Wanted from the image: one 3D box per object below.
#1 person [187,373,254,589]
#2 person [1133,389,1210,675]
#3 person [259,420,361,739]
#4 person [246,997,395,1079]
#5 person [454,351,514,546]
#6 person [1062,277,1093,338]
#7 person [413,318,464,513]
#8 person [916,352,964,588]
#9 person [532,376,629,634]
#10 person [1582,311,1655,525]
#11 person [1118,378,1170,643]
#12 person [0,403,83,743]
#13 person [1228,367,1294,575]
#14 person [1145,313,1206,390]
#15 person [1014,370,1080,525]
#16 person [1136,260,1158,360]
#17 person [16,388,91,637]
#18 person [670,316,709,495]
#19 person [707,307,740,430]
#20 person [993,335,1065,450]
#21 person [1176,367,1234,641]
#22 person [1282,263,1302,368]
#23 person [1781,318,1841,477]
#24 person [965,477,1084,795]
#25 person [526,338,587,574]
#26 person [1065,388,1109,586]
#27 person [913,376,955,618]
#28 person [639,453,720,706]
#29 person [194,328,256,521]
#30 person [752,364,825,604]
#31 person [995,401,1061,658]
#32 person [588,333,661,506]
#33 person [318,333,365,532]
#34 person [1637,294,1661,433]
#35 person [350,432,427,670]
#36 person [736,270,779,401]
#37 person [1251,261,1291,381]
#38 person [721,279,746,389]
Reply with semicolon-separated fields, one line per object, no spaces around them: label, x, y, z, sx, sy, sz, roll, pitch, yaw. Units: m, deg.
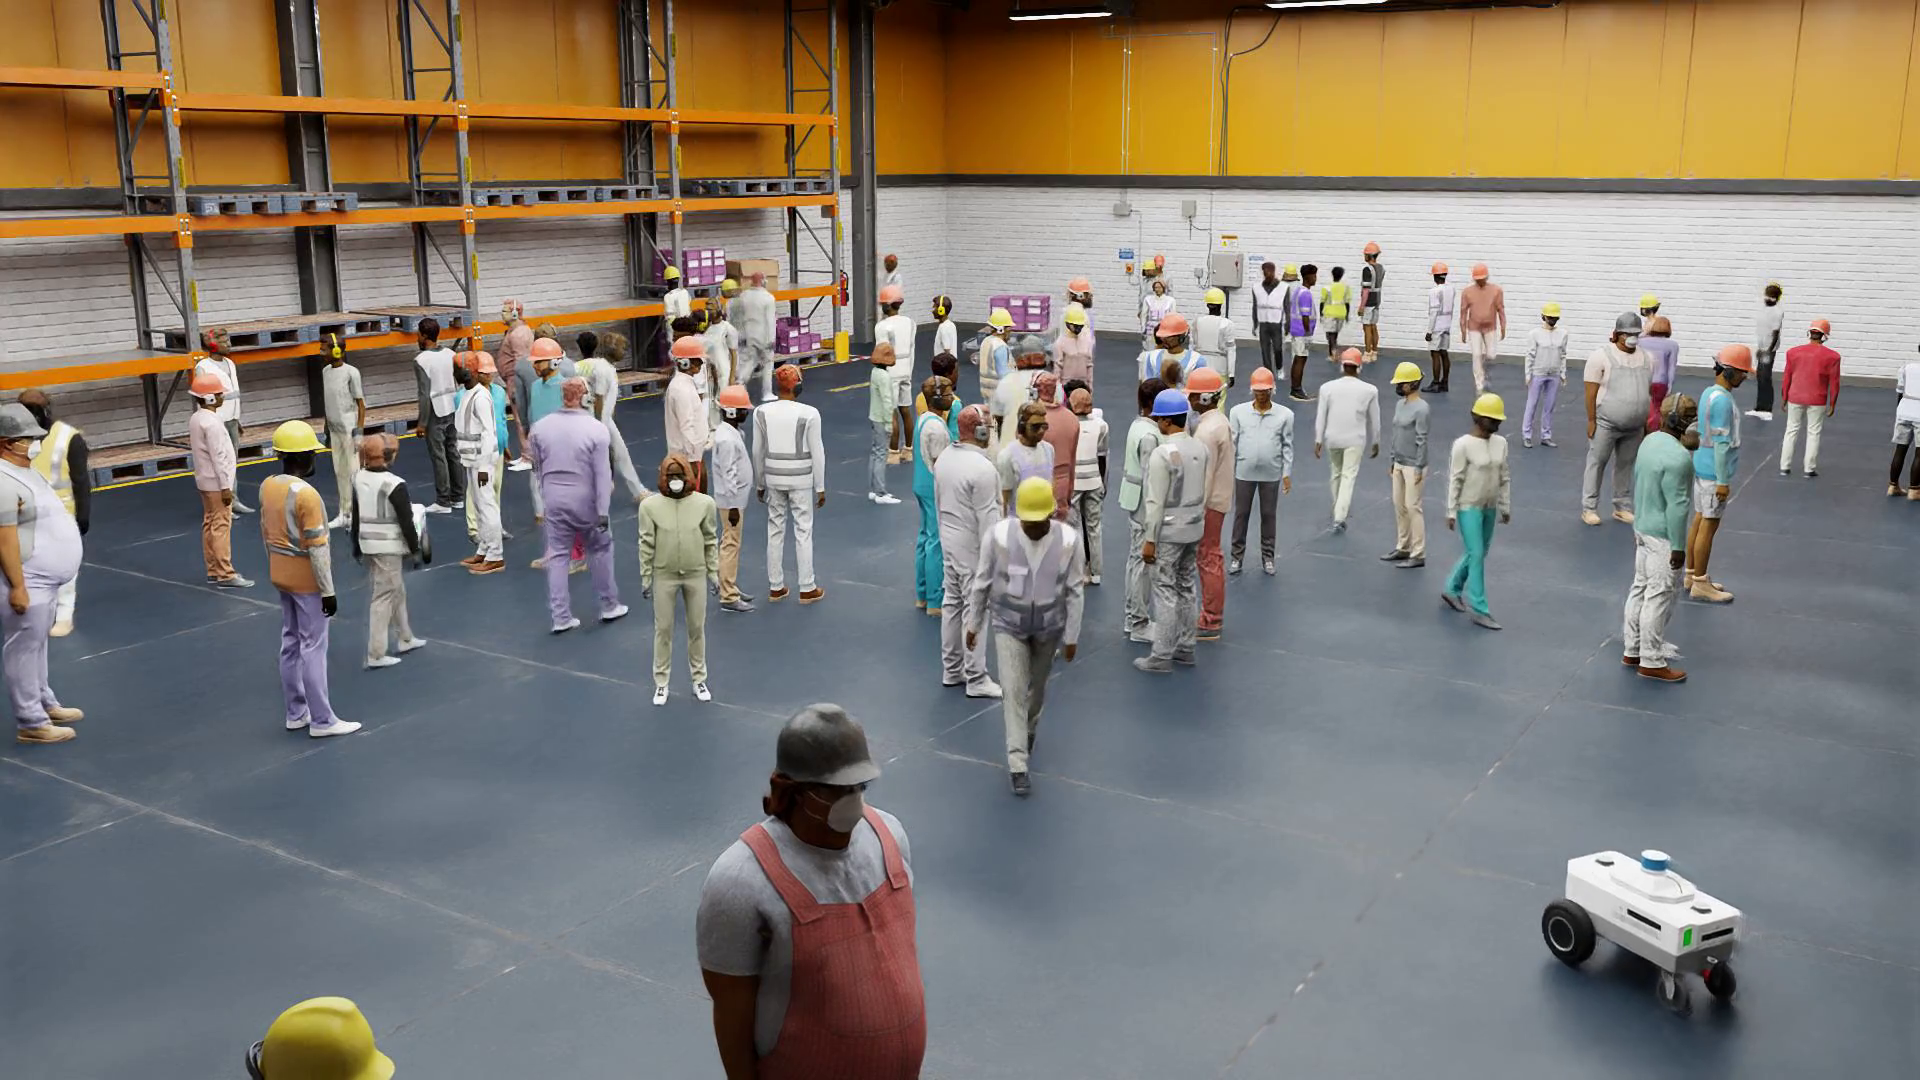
person;-6.038;-0.484;13.525;0.318;1.756;0.559;-10;17;-38
person;1.442;-0.055;11.284;0.421;1.935;0.616;11;17;39
person;-3.949;0.238;10.022;0.586;1.928;0.369;10;17;38
person;-1.348;1.807;3.595;0.339;1.761;0.524;-1;13;-3
person;-4.282;-0.834;15.054;0.343;1.749;0.573;8;15;31
person;1.465;-2.268;20.742;0.375;1.995;0.609;-5;14;-20
person;-5.133;-1.222;16.371;0.394;1.920;0.587;4;14;17
person;-0.145;-0.568;13.537;0.391;1.920;0.593;-9;16;-35
person;-2.811;-0.282;12.381;0.666;1.873;0.812;4;13;15
person;6.291;-1.155;15.814;0.675;2.000;0.537;-2;13;-8
person;1.347;-0.220;12.029;0.390;1.919;0.591;0;13;-2
person;-5.568;0.184;10.009;0.536;2.000;0.681;-4;14;-17
person;2.499;-0.573;13.918;0.563;1.753;0.327;2;13;8
person;1.992;-1.112;15.636;0.615;2.036;0.376;7;15;28
person;0.605;-0.322;12.495;0.406;1.906;0.654;11;17;40
person;3.231;-3.921;28.484;0.345;1.737;0.487;-11;17;-40
person;-6.683;-0.209;12.172;0.656;1.828;0.468;-1;13;-6
person;-2.617;-1.191;16.135;0.361;1.963;0.618;-3;13;-13
person;-3.018;-2.126;20.904;0.513;1.641;0.309;2;13;8
person;0.581;-0.796;14.259;0.724;2.000;0.966;7;15;27
person;1.776;-0.263;12.072;0.407;1.985;0.616;4;14;16
person;5.421;-3.667;27.360;0.492;1.745;0.291;2;13;11
person;9.306;-1.556;18.216;0.574;1.740;0.349;10;16;36
person;0.368;0.472;9.398;0.650;1.755;0.964;-1;13;-5
person;-3.406;-0.703;13.956;0.623;1.992;0.396;11;17;39
person;0.972;-0.420;13.506;0.524;1.640;0.308;-6;14;-23
person;-0.180;-0.331;12.670;0.344;1.847;0.505;-4;14;-17
person;-1.787;0.247;10.627;0.504;1.632;0.269;-3;13;-15
person;-7.151;-1.121;16.095;0.377;1.844;0.570;1;13;4
person;-1.332;-0.435;13.034;0.584;1.882;0.337;4;14;16
person;0.470;-0.055;11.506;0.516;1.835;0.357;-11;17;-40
person;-3.482;-1.162;16.487;1.058;1.749;0.518;0;13;0
person;-5.778;-1.007;15.560;0.532;1.865;0.310;8;15;31
person;8.684;-2.222;21.052;0.329;1.765;0.526;4;14;16
person;-3.883;0.055;11.474;0.546;1.612;0.704;9;16;34
person;-2.914;-2.906;23.763;0.651;1.889;0.621;9;16;33
person;4.776;-3.330;25.557;0.586;1.896;0.488;6;14;23
person;-3.340;-2.923;24.172;0.469;1.726;0.523;5;14;21
